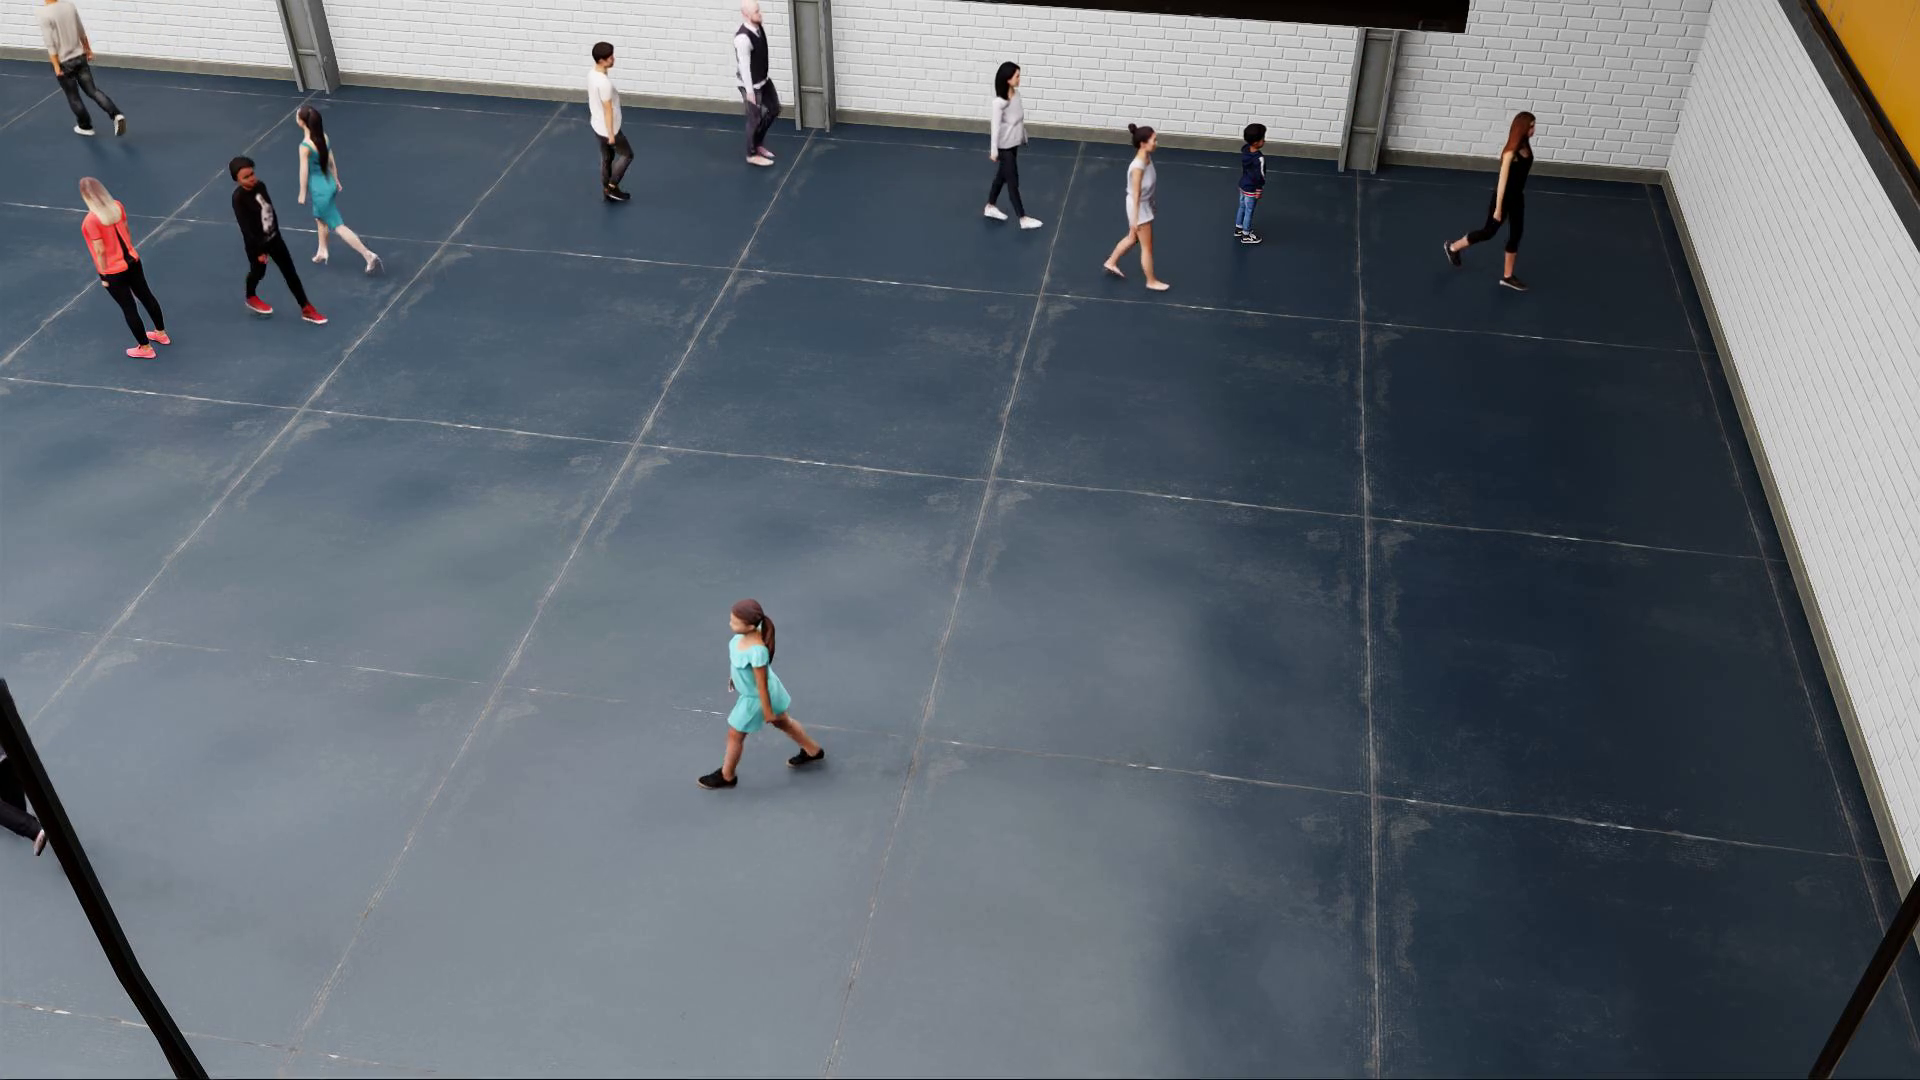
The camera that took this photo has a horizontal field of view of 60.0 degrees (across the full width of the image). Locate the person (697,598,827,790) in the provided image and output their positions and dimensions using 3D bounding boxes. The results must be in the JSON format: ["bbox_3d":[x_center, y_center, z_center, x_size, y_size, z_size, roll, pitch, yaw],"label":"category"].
[{"bbox_3d":[-1.198,0.952,10.484,1.130,1.522,0.784,-5,39,-6],"label":"person"}]

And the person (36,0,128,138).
[{"bbox_3d":[-9.525,-5.171,17.934,1.085,1.792,0.828,17,41,20],"label":"person"}]

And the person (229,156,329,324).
[{"bbox_3d":[-6.343,-2.682,14.946,1.151,1.632,0.758,13,40,16],"label":"person"}]

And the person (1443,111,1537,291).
[{"bbox_3d":[5.024,-3.185,15.523,1.157,1.699,0.981,32,48,33],"label":"person"}]

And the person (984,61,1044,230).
[{"bbox_3d":[0.398,-3.919,16.459,0.993,1.677,0.789,17,42,20],"label":"person"}]

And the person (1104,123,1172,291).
[{"bbox_3d":[1.619,-3.114,15.511,0.923,1.601,0.644,10,40,12],"label":"person"}]

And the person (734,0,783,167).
[{"bbox_3d":[-2.229,-4.782,17.436,0.638,1.806,0.724,9,39,11],"label":"person"}]

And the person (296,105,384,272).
[{"bbox_3d":[-5.910,-3.242,15.635,1.016,1.648,0.595,9,39,10],"label":"person"}]

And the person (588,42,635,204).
[{"bbox_3d":[-3.637,-4.177,16.759,0.779,1.706,0.755,-17,41,-20],"label":"person"}]

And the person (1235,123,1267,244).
[{"bbox_3d":[2.851,-3.511,16.313,0.601,1.220,0.588,-9,40,-11],"label":"person"}]

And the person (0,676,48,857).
[{"bbox_3d":[-5.838,1.299,10.002,0.904,1.581,0.769,15,41,18],"label":"person"}]

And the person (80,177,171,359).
[{"bbox_3d":[-7.330,-2.391,14.532,0.549,1.695,0.611,10,40,12],"label":"person"}]
